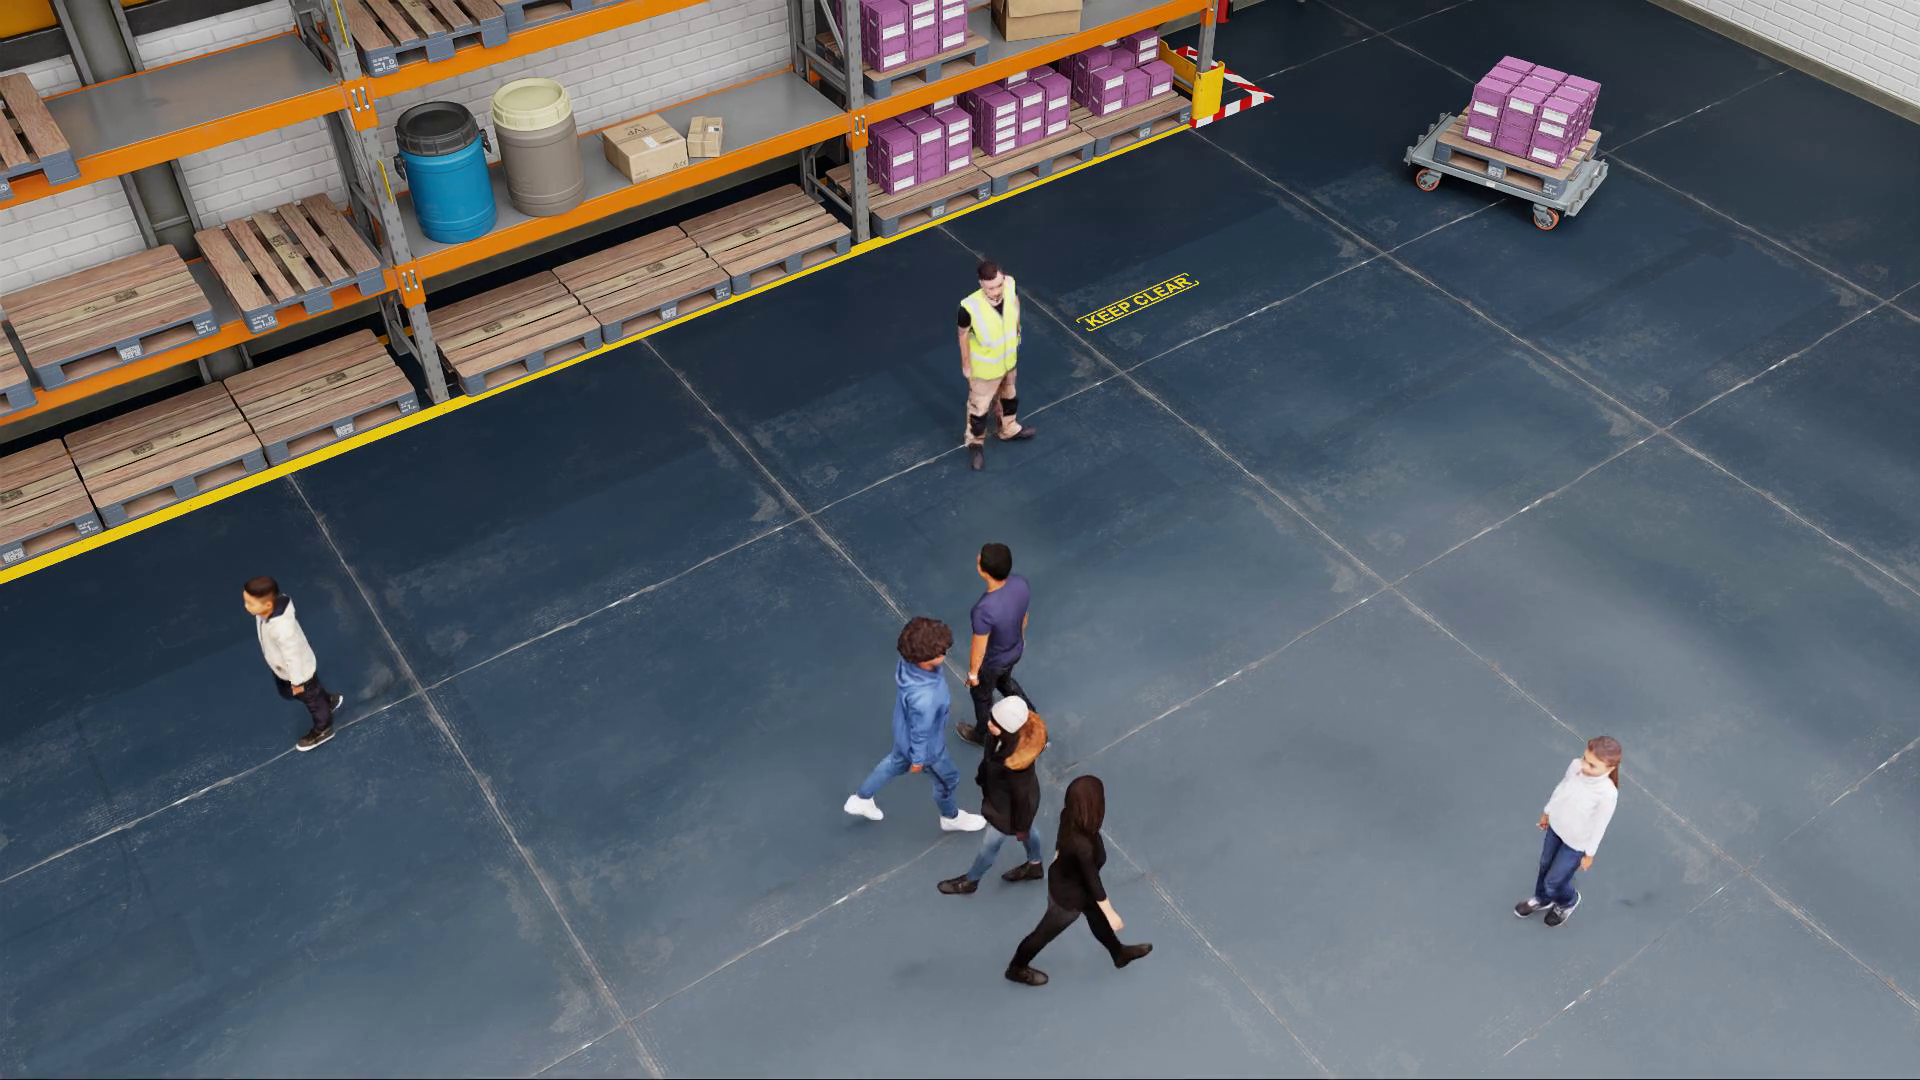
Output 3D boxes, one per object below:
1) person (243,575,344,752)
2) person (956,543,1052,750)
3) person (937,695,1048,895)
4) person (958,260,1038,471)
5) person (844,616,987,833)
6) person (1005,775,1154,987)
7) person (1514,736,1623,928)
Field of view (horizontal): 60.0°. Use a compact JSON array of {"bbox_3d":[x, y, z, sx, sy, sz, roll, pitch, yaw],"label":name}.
[{"bbox_3d":[-4.099,0.717,10.337,0.651,1.450,0.637,-32,52,-29],"label":"person"},{"bbox_3d":[0.285,0.720,10.097,0.864,1.776,0.921,29,51,27],"label":"person"},{"bbox_3d":[0.370,1.455,9.444,1.005,1.614,0.883,-4,44,-4],"label":"person"},{"bbox_3d":[0.270,-1.390,12.272,0.929,1.831,0.679,25,49,24],"label":"person"},{"bbox_3d":[-0.317,1.112,9.682,1.205,1.783,0.992,-6,44,-6],"label":"person"},{"bbox_3d":[0.507,1.918,8.978,1.165,1.585,0.966,-2,44,-2],"label":"person"},{"bbox_3d":[3.501,1.616,9.321,0.651,1.551,0.607,-15,46,-15],"label":"person"}]
